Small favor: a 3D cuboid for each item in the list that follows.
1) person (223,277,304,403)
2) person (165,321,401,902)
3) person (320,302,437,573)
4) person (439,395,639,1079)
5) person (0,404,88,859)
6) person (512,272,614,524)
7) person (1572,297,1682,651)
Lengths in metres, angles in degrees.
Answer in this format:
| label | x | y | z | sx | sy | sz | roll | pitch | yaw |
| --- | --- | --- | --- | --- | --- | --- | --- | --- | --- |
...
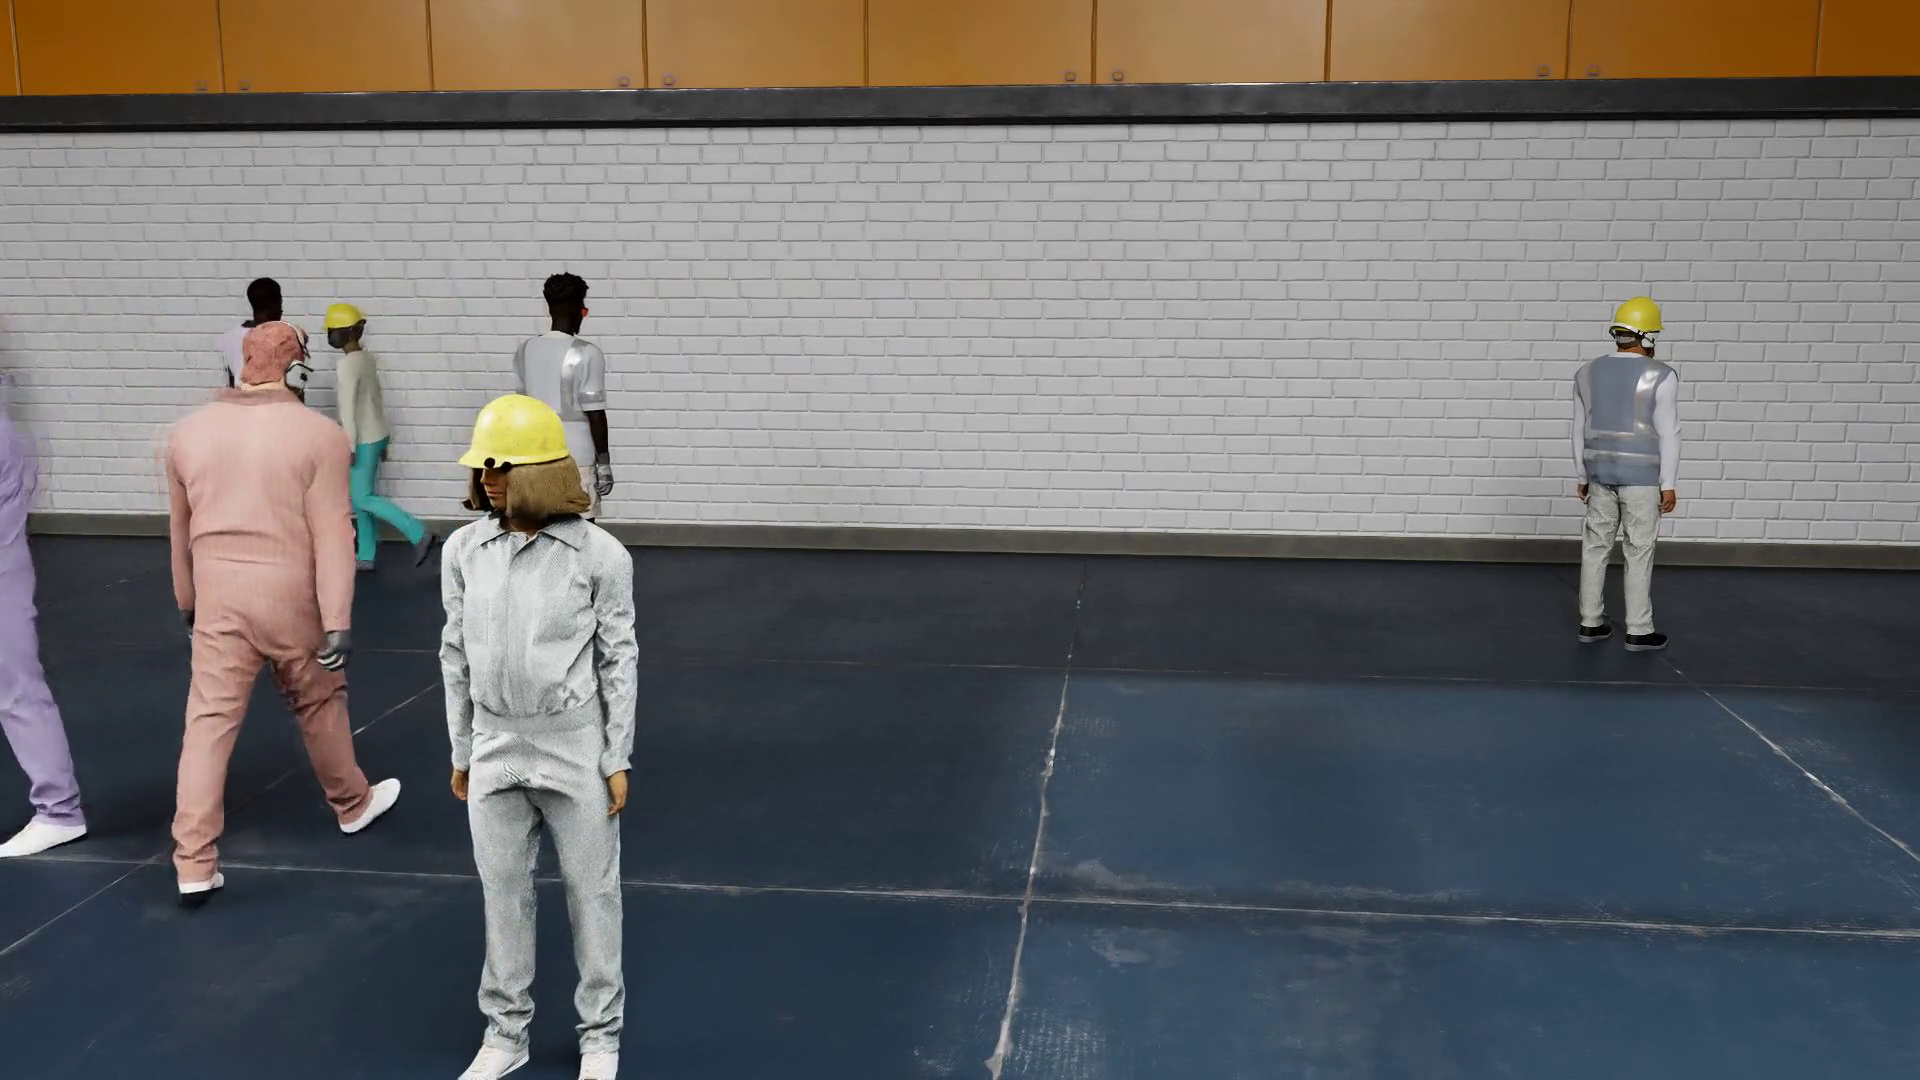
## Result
| label | x | y | z | sx | sy | sz | roll | pitch | yaw |
| --- | --- | --- | --- | --- | --- | --- | --- | --- | --- |
| person | -4.550 | -0.766 | 10.914 | 0.612 | 1.899 | 0.759 | 4 | 11 | 22 |
| person | -2.292 | 0.205 | 5.515 | 0.719 | 1.838 | 1.036 | 1 | 10 | 8 |
| person | -3.696 | -0.634 | 10.554 | 0.629 | 1.746 | 0.540 | -1 | 10 | -6 |
| person | -1.017 | 0.517 | 4.010 | 0.487 | 1.741 | 0.313 | 2 | 10 | 10 |
| person | -3.426 | 0.188 | 5.529 | 0.863 | 1.874 | 0.647 | -8 | 13 | -40 |
| person | -2.126 | -0.457 | 8.971 | 0.607 | 1.958 | 0.373 | 6 | 11 | 30 |
| person | 3.480 | -0.342 | 8.669 | 0.403 | 1.833 | 0.586 | -8 | 12 | -37 |
